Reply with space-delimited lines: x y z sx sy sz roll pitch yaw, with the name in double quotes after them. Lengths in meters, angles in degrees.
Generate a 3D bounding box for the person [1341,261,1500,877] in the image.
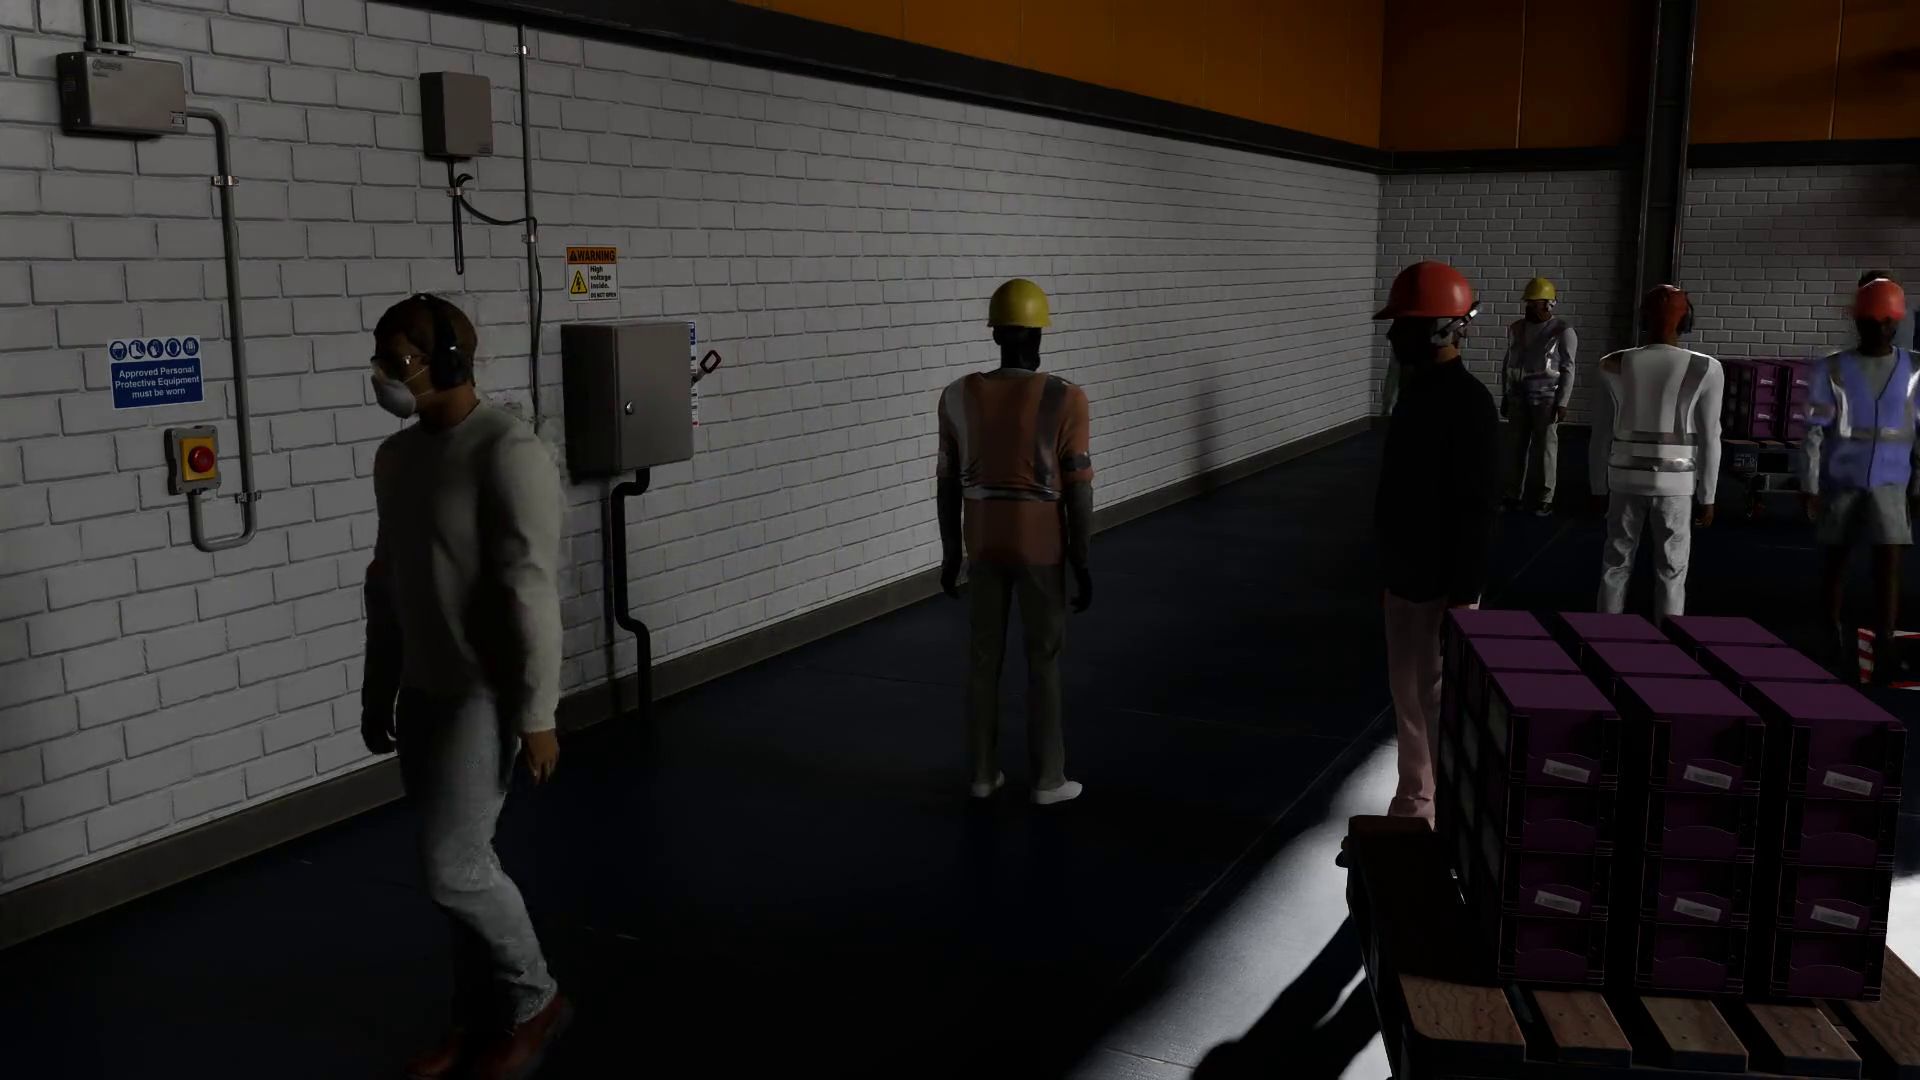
1.472 0.124 5.289 0.394 1.992 0.622 -1 10 -7 "person"

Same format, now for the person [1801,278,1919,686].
4.286 -0.272 7.870 0.559 1.893 0.872 3 10 19 "person"

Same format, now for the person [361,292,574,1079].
-1.208 0.382 3.975 0.660 1.929 0.425 9 13 42 "person"

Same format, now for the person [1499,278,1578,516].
4.434 -1.103 12.863 0.404 1.832 0.597 -8 13 -39 "person"

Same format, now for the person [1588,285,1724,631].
3.216 -0.239 7.738 0.579 1.878 0.346 7 12 36 "person"

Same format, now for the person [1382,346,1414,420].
3.677 -1.072 13.352 0.525 1.596 0.617 1 10 3 "person"

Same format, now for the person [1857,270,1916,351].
7.445 -1.198 13.238 0.691 1.892 0.779 -5 11 -28 "person"

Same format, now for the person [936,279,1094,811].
0.199 0.022 6.090 0.622 1.926 0.386 4 11 21 "person"
